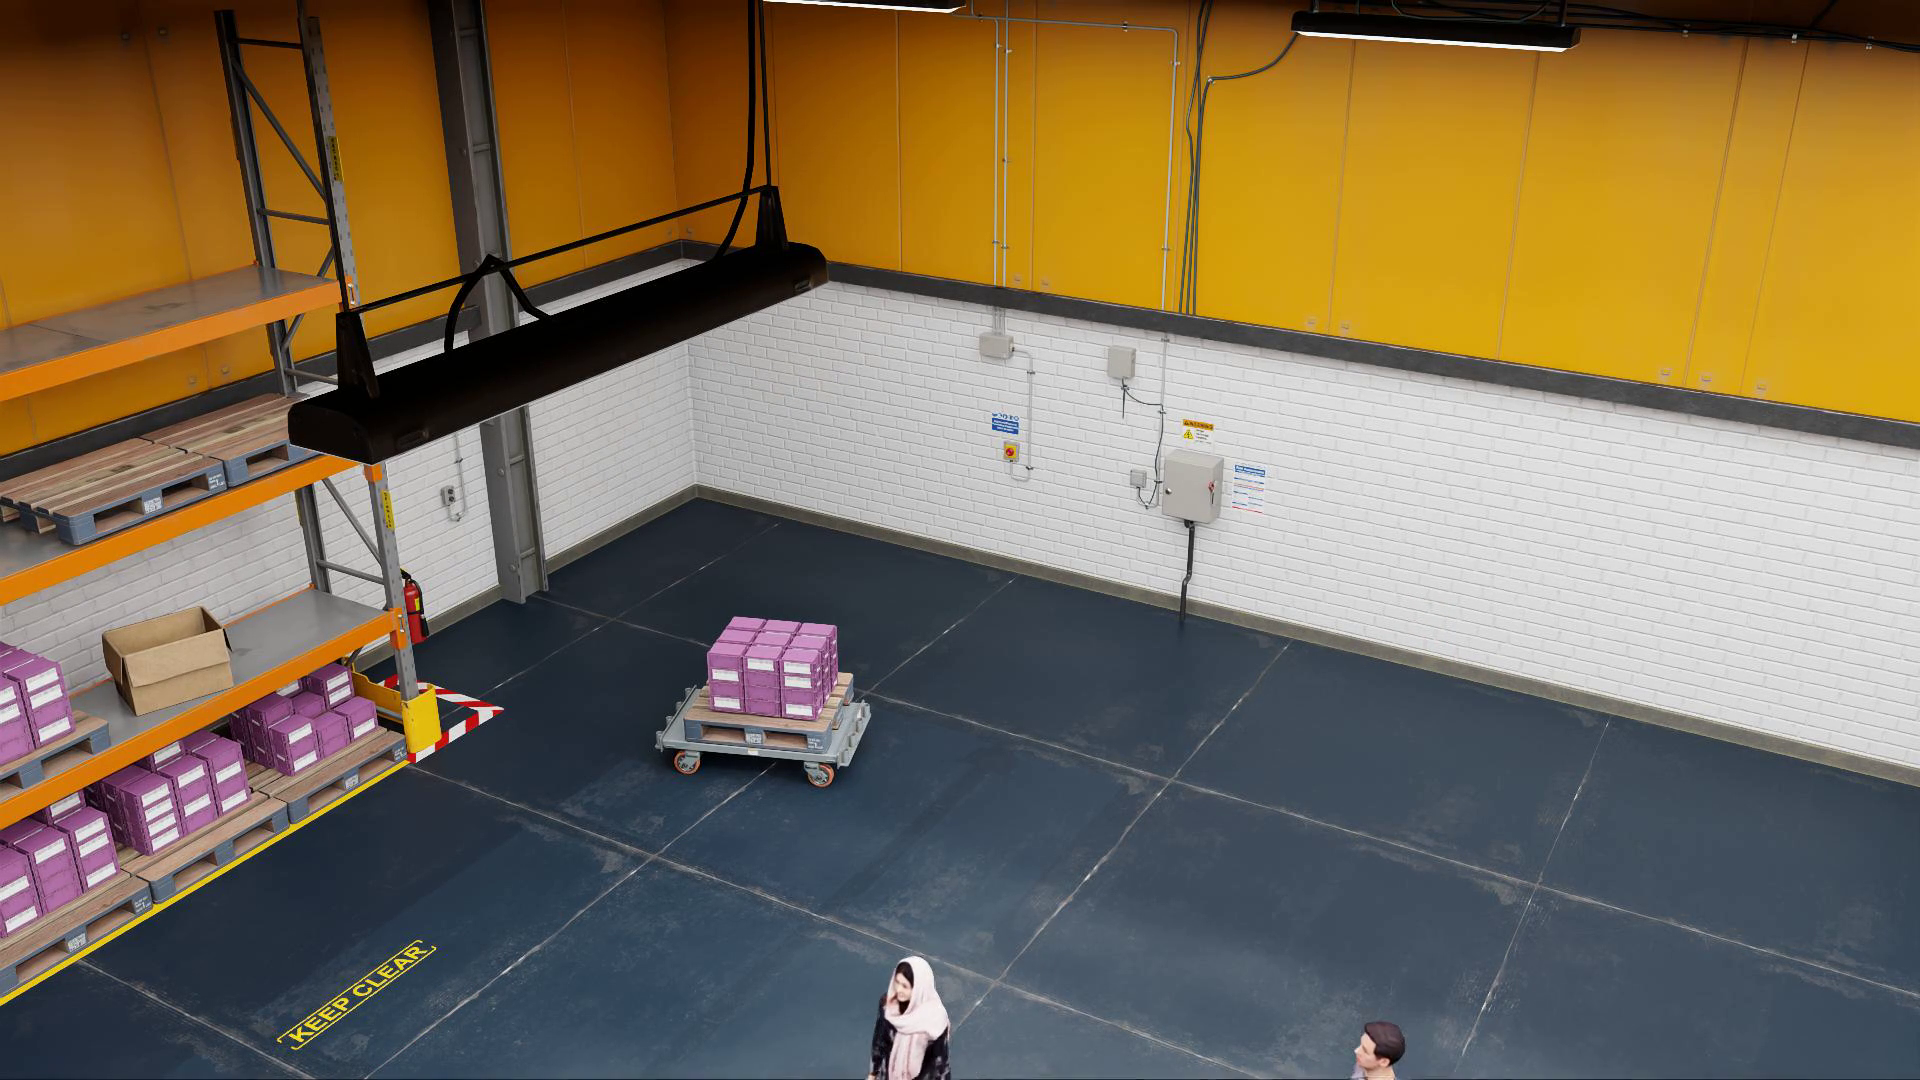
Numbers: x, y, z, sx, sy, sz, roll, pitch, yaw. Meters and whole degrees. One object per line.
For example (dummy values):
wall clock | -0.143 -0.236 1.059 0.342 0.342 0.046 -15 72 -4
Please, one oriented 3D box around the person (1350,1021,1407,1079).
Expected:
person | 2.180 3.276 8.520 1.176 1.844 1.183 -3 24 -8

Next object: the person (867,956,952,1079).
person | -0.223 3.004 9.415 0.699 1.626 0.735 20 30 38
